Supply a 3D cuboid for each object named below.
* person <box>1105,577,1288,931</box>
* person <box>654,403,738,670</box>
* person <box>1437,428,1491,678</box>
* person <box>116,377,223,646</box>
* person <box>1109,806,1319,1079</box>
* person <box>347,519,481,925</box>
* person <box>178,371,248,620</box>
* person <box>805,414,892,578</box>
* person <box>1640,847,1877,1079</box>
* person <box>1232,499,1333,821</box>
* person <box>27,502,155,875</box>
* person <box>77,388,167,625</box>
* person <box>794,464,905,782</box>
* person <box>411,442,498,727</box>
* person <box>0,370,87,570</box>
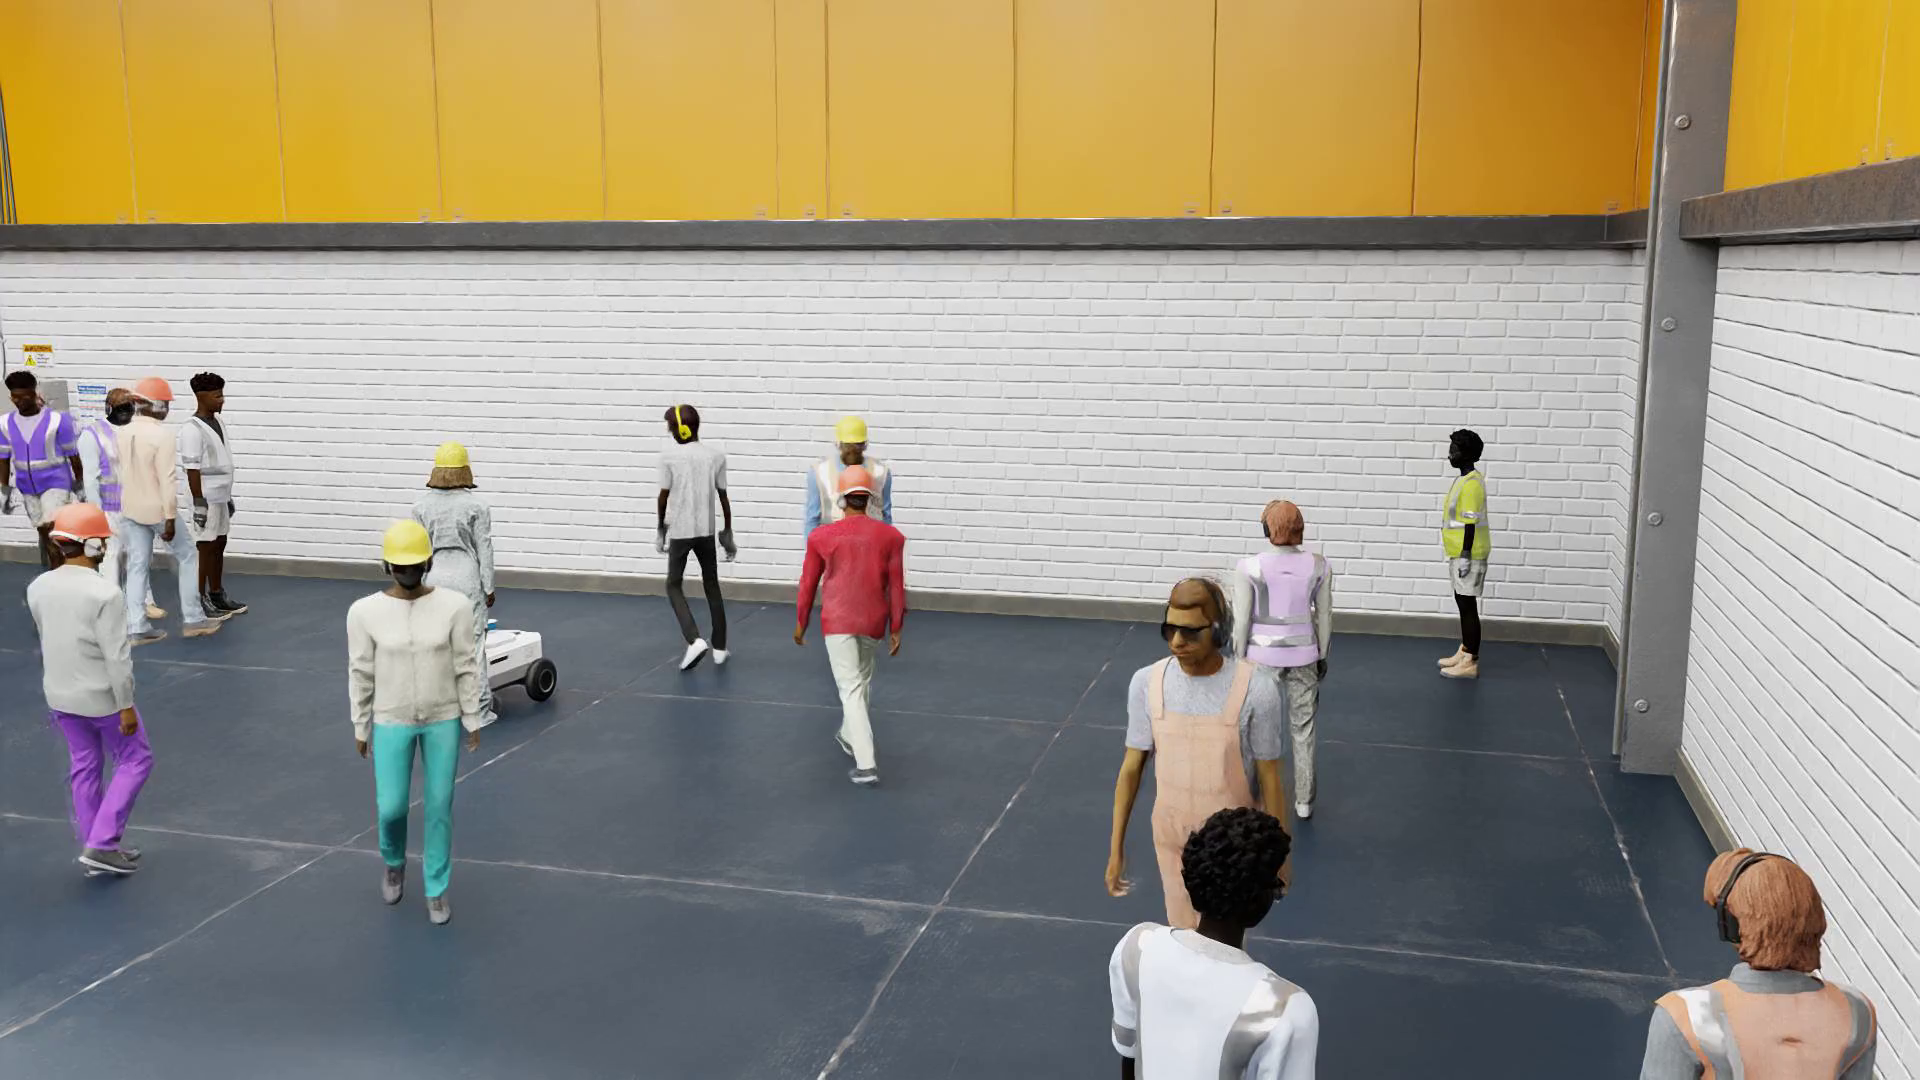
[{"bbox_3d":[0.740,1.025,5.369,0.547,1.819,0.726,6,11,30],"label":"person"},{"bbox_3d":[-1.800,-0.021,11.463,0.568,1.846,0.481,-6,11,-30],"label":"person"},{"bbox_3d":[3.423,0.089,11.284,0.321,1.689,0.530,1,10,7],"label":"person"},{"bbox_3d":[-5.906,-0.226,12.334,0.632,1.957,0.786,4,10,23],"label":"person"},{"bbox_3d":[0.542,1.397,3.594,0.319,1.686,0.539,-9,13,-43],"label":"person"},{"bbox_3d":[-2.315,0.771,7.096,0.525,1.755,0.380,-4,11,-24],"label":"person"},{"bbox_3d":[-5.888,-0.345,13.066,0.376,1.958,0.598,-1,10,-4],"label":"person"},{"bbox_3d":[-0.757,0.018,11.383,0.597,1.804,0.778,-1,10,-5],"label":"person"},{"bbox_3d":[1.634,1.445,3.475,0.525,1.631,0.320,-2,10,-11],"label":"person"},{"bbox_3d":[1.614,0.613,8.349,0.512,1.638,0.307,-1,10,-5],"label":"person"},{"bbox_3d":[-3.956,0.689,7.603,0.575,1.741,0.356,4,10,20],"label":"person"},{"bbox_3d":[-6.480,-0.264,12.931,0.430,1.838,0.619,5,11,26],"label":"person"},{"bbox_3d":[-0.599,0.437,9.183,0.571,1.707,0.892,-4,11,-24],"label":"person"},{"bbox_3d":[-3.049,0.271,10.077,0.488,1.737,0.317,1,10,4],"label":"person"},{"bbox_3d":[-7.537,-0.422,13.588,0.604,1.920,0.818,0,10,-1],"label":"person"}]
